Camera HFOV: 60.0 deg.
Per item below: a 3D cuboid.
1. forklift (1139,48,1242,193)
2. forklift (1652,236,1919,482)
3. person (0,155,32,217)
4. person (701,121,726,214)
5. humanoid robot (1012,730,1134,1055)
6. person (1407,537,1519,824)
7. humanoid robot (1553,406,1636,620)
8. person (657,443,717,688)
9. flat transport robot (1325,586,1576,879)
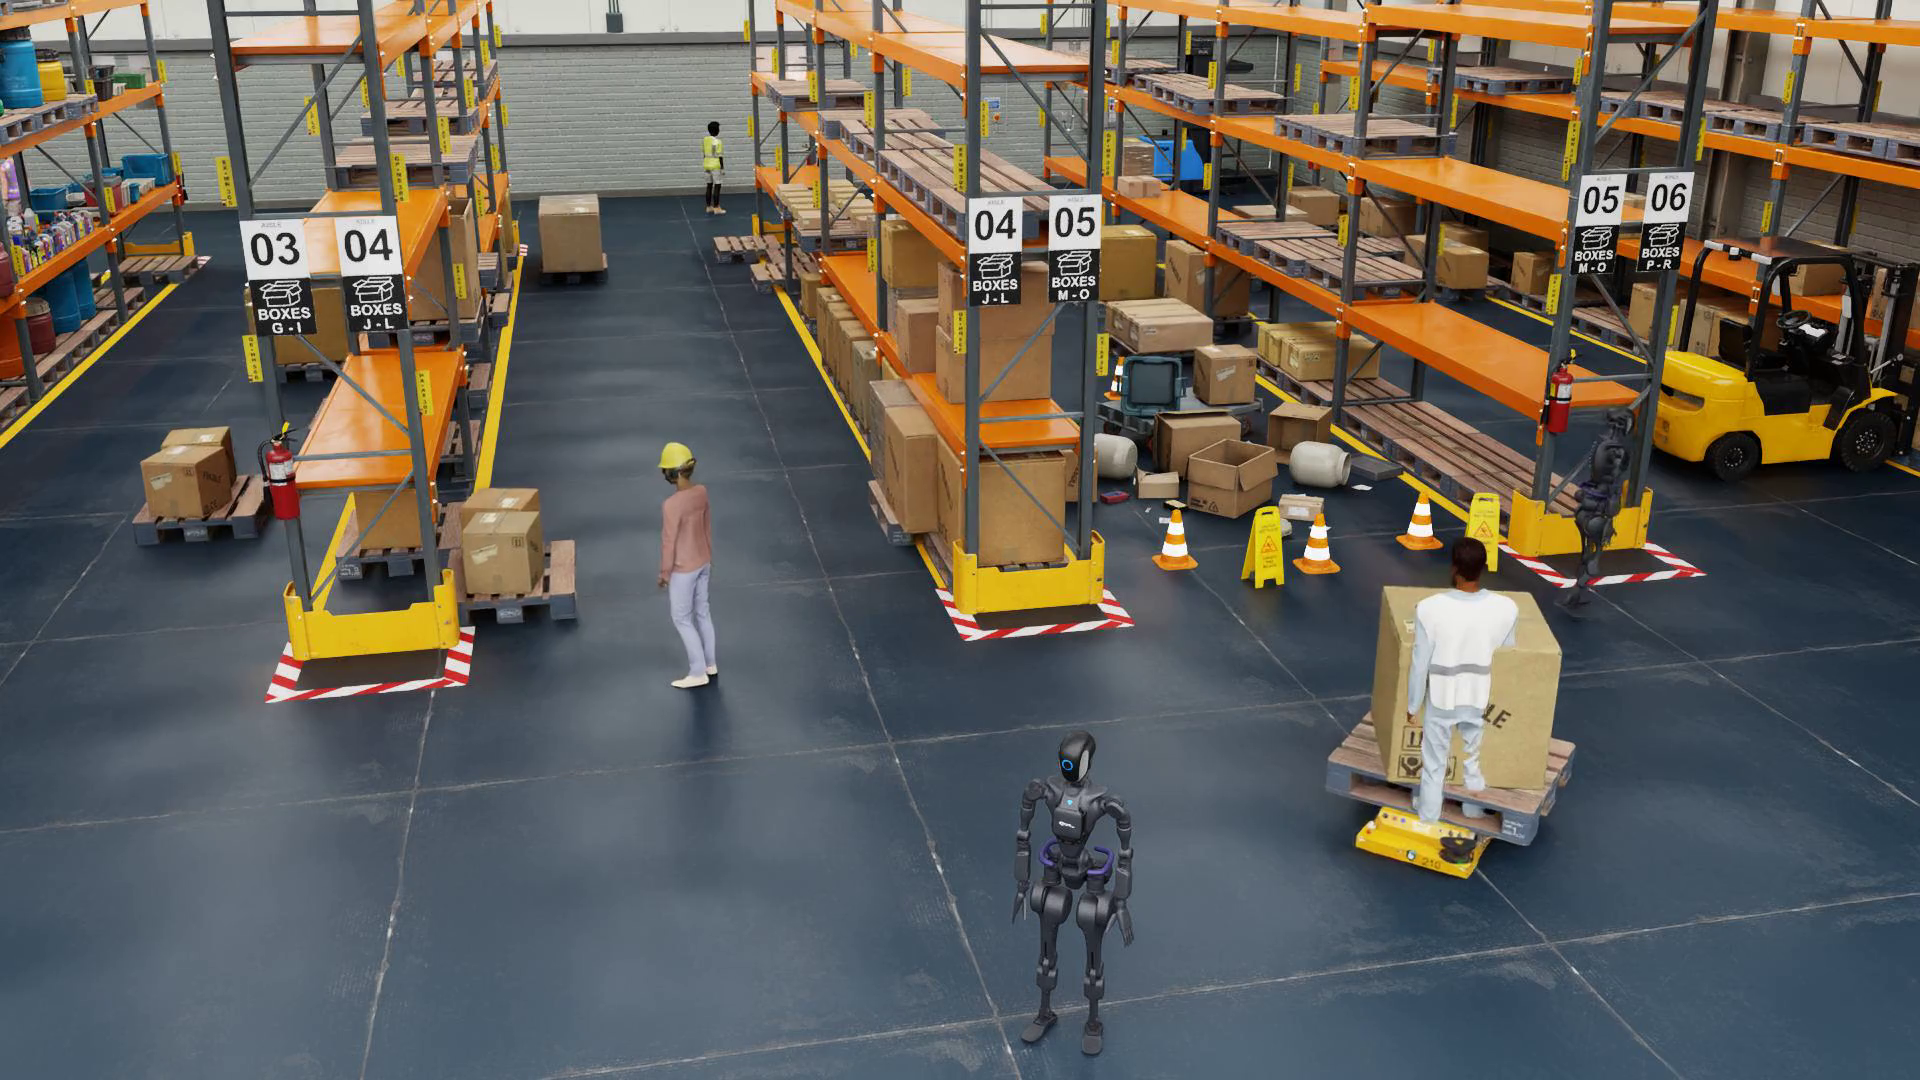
[{"bbox_3d":[4.566,-8.313,32.860,1.873,2.768,1.129,-4,21,-12],"label":"forklift"},{"bbox_3d":[8.013,-1.814,16.330,2.313,2.155,1.214,-4,21,-12],"label":"forklift"},{"bbox_3d":[-15.368,-5.565,27.153,0.350,1.688,0.488,11,23,27],"label":"person"},{"bbox_3d":[-4.528,-6.843,30.591,0.539,1.686,0.319,17,26,38],"label":"person"},{"bbox_3d":[0.537,1.638,7.750,0.599,1.657,0.315,8,22,20],"label":"humanoid robot"},{"bbox_3d":[2.806,0.909,9.393,0.595,1.914,0.373,-2,20,-4],"label":"person"},{"bbox_3d":[4.860,-0.227,12.804,0.476,1.645,0.617,2,20,5],"label":"humanoid robot"},{"bbox_3d":[-1.909,0.173,11.608,0.352,1.754,0.534,7,22,18],"label":"person"},{"bbox_3d":[2.928,1.556,10.013,0.659,0.231,1.431,12,24,30],"label":"flat transport robot"}]
